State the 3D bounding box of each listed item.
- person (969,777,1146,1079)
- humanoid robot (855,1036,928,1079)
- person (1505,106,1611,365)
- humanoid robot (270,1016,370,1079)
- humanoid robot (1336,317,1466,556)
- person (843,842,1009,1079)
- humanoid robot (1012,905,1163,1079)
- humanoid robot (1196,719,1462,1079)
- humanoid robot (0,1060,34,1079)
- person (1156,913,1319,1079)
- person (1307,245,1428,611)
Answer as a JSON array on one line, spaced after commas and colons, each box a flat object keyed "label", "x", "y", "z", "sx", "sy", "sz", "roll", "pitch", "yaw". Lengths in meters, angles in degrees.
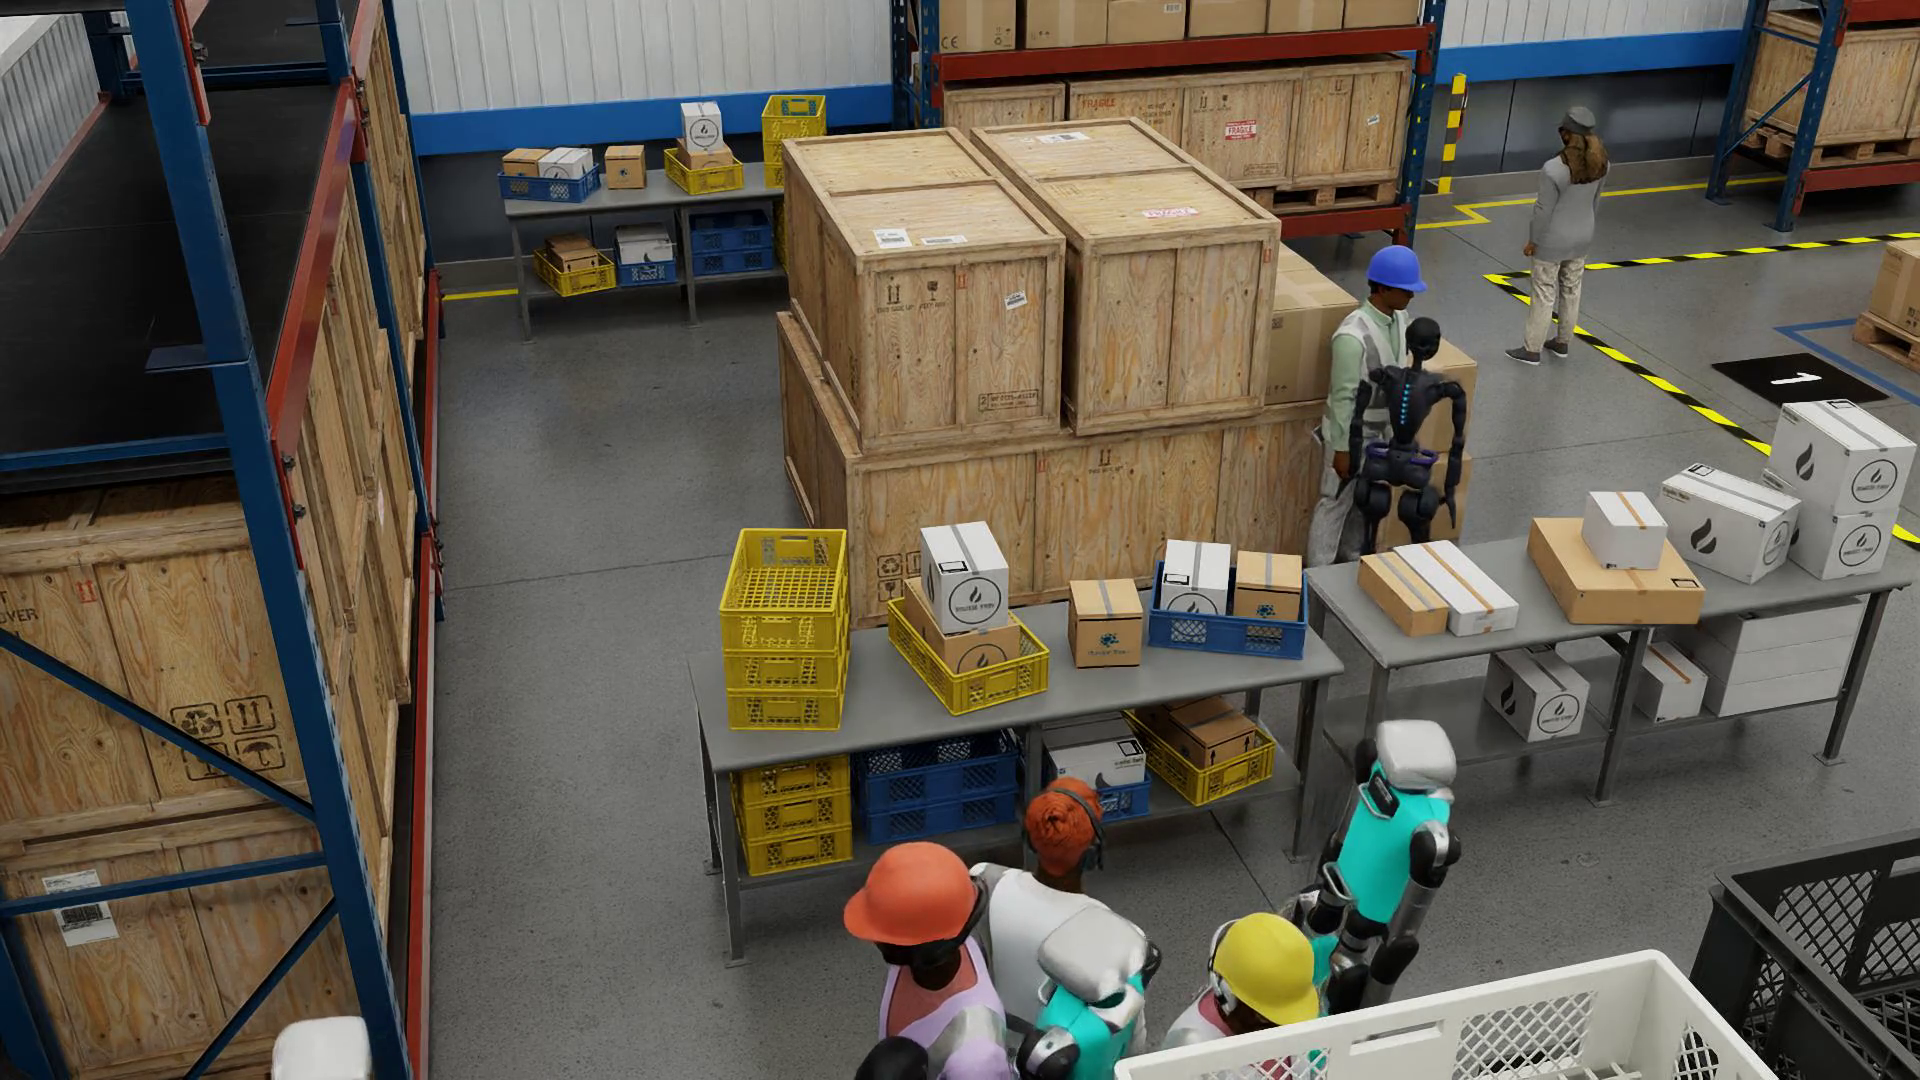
[{"label": "person", "x": 0.258, "y": 1.487, "z": 4.754, "sx": 0.571, "sy": 1.877, "sz": 0.339, "roll": 17, "pitch": 33, "yaw": 29}, {"label": "humanoid robot", "x": -0.157, "y": 1.956, "z": 4.118, "sx": 0.590, "sy": 1.628, "sz": 0.554, "roll": 10, "pitch": 30, "yaw": 18}, {"label": "person", "x": 4.087, "y": -2.050, "z": 11.282, "sx": 0.560, "sy": 1.769, "sz": 0.399, "roll": -14, "pitch": 32, "yaw": -24}, {"label": "humanoid robot", "x": -1.278, "y": 1.841, "z": 4.207, "sx": 0.680, "sy": 1.752, "sz": 0.543, "roll": -13, "pitch": 31, "yaw": -22}, {"label": "humanoid robot", "x": 2.149, "y": -0.271, "z": 8.157, "sx": 0.614, "sy": 1.643, "sz": 0.474, "roll": 14, "pitch": 32, "yaw": 24}, {"label": "person", "x": -0.084, "y": 1.614, "z": 4.351, "sx": 0.379, "sy": 2.039, "sz": 0.614, "roll": -8, "pitch": 30, "yaw": -15}, {"label": "humanoid robot", "x": 0.106, "y": 1.684, "z": 4.642, "sx": 0.821, "sy": 1.859, "sz": 0.551, "roll": 19, "pitch": 34, "yaw": 30}, {"label": "humanoid robot", "x": 1.039, "y": 1.398, "z": 5.179, "sx": 0.780, "sy": 1.896, "sz": 0.551, "roll": -5, "pitch": 29, "yaw": -8}, {"label": "humanoid robot", "x": -2.183, "y": 1.929, "z": 4.140, "sx": 0.315, "sy": 1.657, "sz": 0.599, "roll": 7, "pitch": 30, "yaw": 13}, {"label": "person", "x": 0.716, "y": 1.708, "z": 4.404, "sx": 0.404, "sy": 1.823, "sz": 0.586, "roll": 21, "pitch": 35, "yaw": 33}, {"label": "person", "x": 2.047, "y": -0.559, "z": 8.406, "sx": 0.413, "sy": 1.939, "sz": 0.609, "roll": 24, "pitch": 37, "yaw": 36}]
